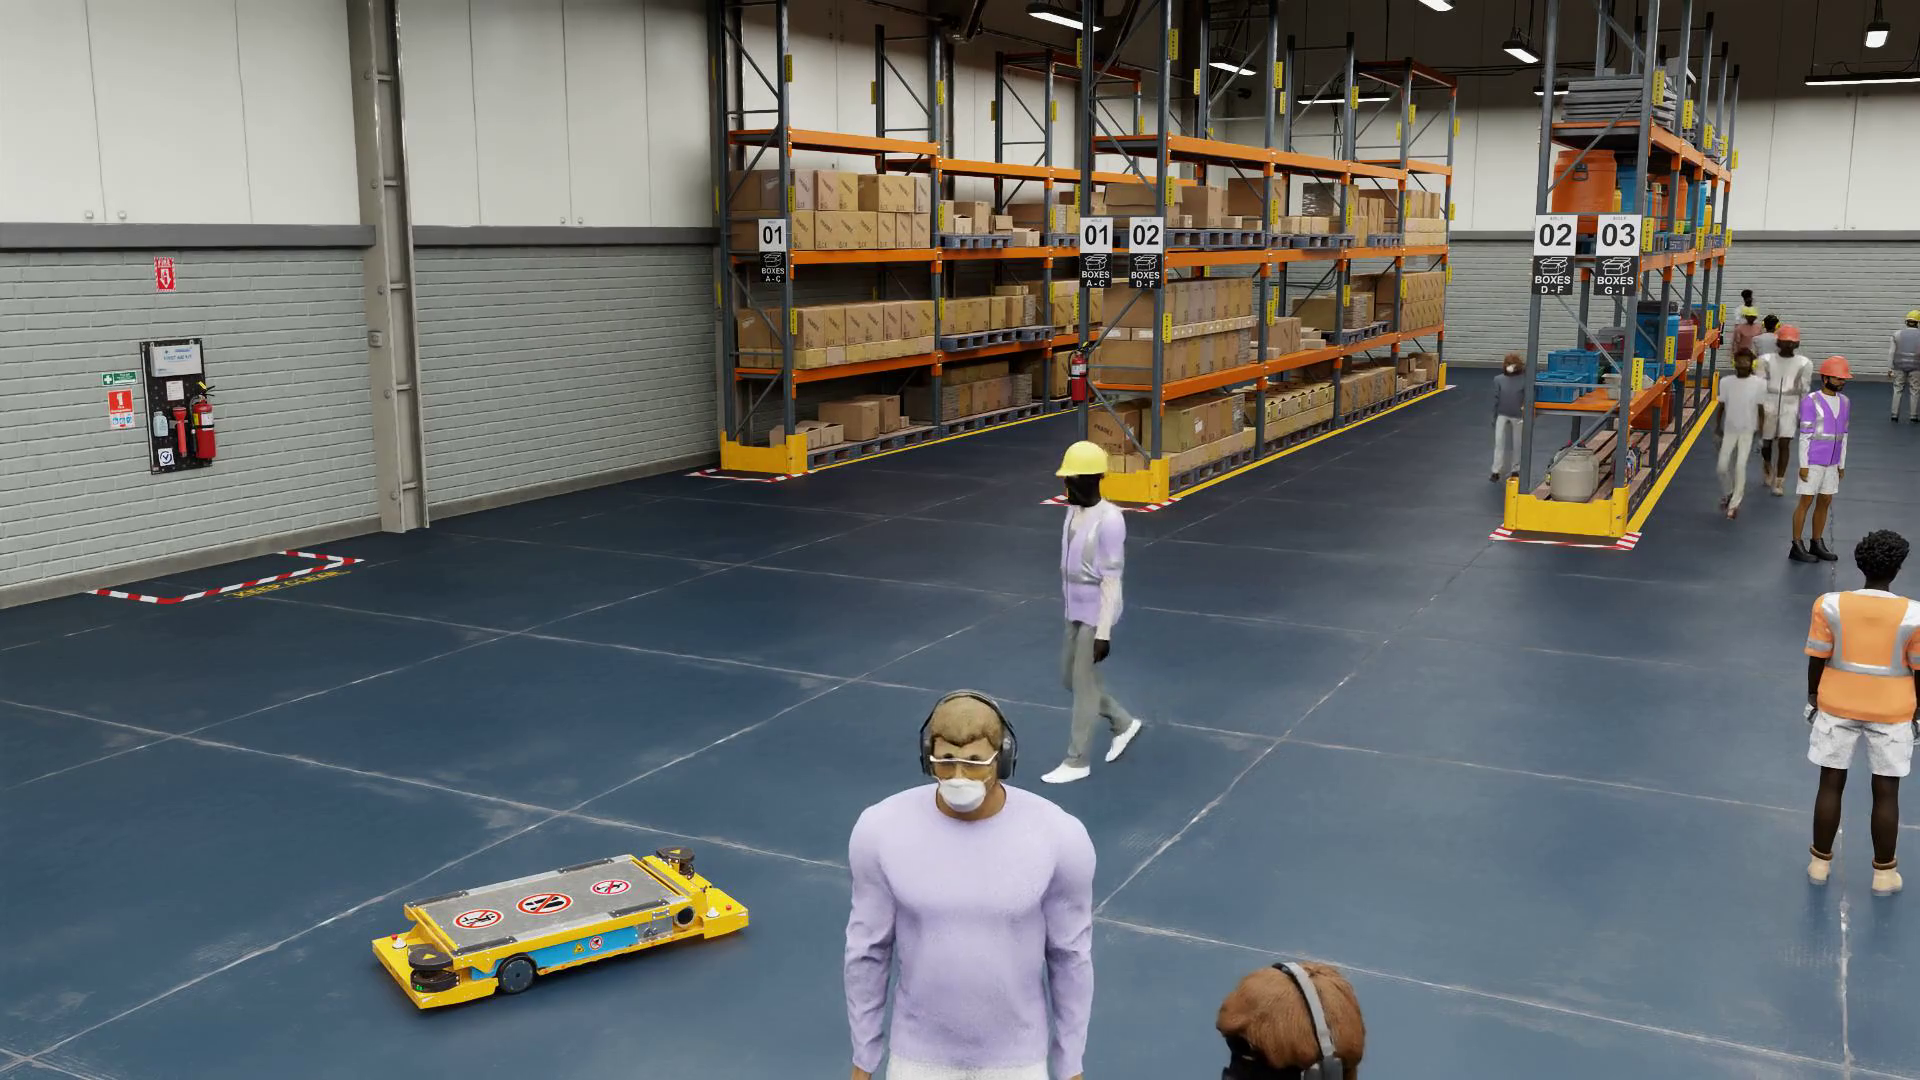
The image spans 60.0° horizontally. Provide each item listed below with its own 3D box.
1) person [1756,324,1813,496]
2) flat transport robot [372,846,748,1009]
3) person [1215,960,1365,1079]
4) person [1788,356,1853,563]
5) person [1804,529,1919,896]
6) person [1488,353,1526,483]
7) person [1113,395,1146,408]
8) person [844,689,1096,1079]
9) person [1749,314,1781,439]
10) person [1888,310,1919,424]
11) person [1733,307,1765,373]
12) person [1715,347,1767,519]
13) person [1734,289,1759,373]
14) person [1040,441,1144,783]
[{"bbox_3d":[9.698,-1.556,19.646,0.610,2.015,0.865,6,12,29],"label":"person"},{"bbox_3d":[-1.692,1.618,7.093,1.431,0.197,0.652,-7,13,-34],"label":"flat transport robot"},{"bbox_3d":[0.572,1.603,2.919,0.428,1.835,0.627,-3,11,-17],"label":"person"},{"bbox_3d":[8.031,-0.742,15.460,0.540,1.930,0.386,-3,11,-17],"label":"person"},{"bbox_3d":[4.191,0.793,7.699,0.538,1.695,0.319,7,13,35],"label":"person"},{"bbox_3d":[6.758,-1.490,20.426,0.517,1.585,0.853,6,12,30],"label":"person"},{"bbox_3d":[2.305,-1.904,22.653,0.503,1.612,0.744,5,12,27],"label":"person"},{"bbox_3d":[0.020,1.307,4.241,0.635,1.936,0.355,1,10,6],"label":"person"},{"bbox_3d":[12.067,-2.442,24.871,0.512,1.873,0.329,7,12,32],"label":"person"},{"bbox_3d":[15.351,-2.795,26.900,0.600,1.830,0.403,8,13,36],"label":"person"},{"bbox_3d":[14.320,-3.348,30.161,0.551,1.726,0.865,2,11,9],"label":"person"},{"bbox_3d":[8.394,-1.151,17.885,0.516,1.852,0.447,8,13,37],"label":"person"},{"bbox_3d":[16.402,-4.267,34.695,0.767,1.919,0.439,-5,11,-25],"label":"person"},{"bbox_3d":[0.752,0.398,9.274,0.598,1.921,0.627,-4,11,-20],"label":"person"}]
